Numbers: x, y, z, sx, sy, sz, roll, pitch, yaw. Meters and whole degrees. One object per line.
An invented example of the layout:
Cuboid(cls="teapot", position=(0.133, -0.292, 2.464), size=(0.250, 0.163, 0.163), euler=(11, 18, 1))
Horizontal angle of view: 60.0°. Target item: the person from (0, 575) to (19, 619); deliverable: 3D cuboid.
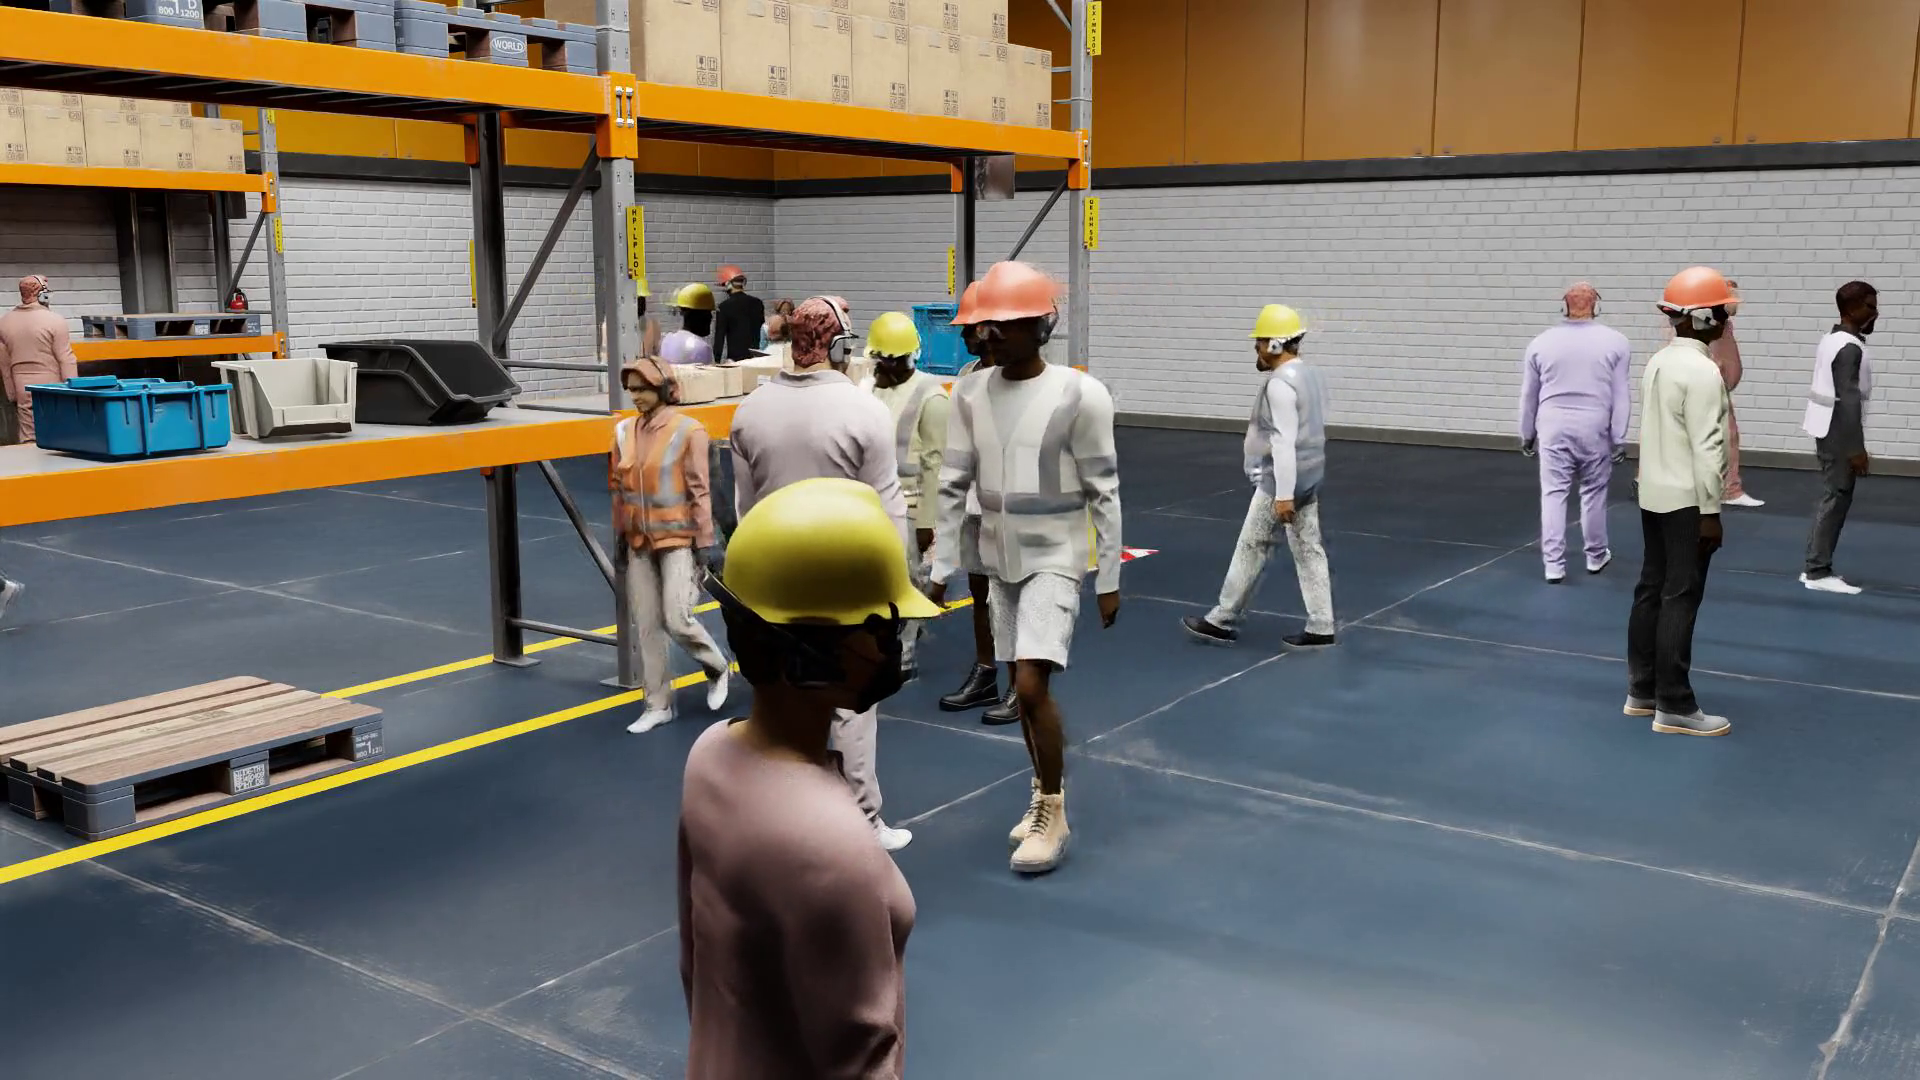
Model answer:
Cuboid(cls="person", position=(-5.269, -0.258, 8.818), size=(0.518, 1.618, 0.422), euler=(4, 10, 23))

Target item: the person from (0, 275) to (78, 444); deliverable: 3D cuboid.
Cuboid(cls="person", position=(-7.426, -1.187, 13.504), size=(0.639, 1.909, 0.406), euler=(2, 10, 9))

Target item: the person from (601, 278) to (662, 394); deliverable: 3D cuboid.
Cuboid(cls="person", position=(-2.771, -1.328, 14.338), size=(0.595, 1.905, 0.599), euler=(6, 11, 33))

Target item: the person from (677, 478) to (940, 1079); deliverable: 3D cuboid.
Cuboid(cls="person", position=(-0.185, 0.800, 2.095), size=(0.326, 1.767, 0.533), euler=(-5, 11, -26))

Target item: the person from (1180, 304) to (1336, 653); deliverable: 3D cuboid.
Cuboid(cls="person", position=(1.587, -0.315, 8.655), size=(0.892, 1.789, 0.611), euler=(5, 11, 27))

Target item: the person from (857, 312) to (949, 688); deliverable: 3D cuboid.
Cuboid(cls="person", position=(-0.314, -0.163, 7.738), size=(0.467, 1.791, 0.659), euler=(-9, 13, -42))

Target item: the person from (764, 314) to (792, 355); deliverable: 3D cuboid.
Cuboid(cls="person", position=(-1.420, -1.032, 13.526), size=(0.874, 1.591, 0.517), euler=(-4, 10, -23))

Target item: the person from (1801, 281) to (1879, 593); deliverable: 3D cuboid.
Cuboid(cls="person", position=(5.376, -0.621, 10.212), size=(0.363, 1.894, 0.701), euler=(4, 10, 20))

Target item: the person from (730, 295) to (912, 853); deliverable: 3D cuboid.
Cuboid(cls="person", position=(-0.448, 0.135, 5.635), size=(0.643, 1.909, 0.409), euler=(5, 11, 27))

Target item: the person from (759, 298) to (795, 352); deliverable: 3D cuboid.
Cuboid(cls="person", position=(-1.888, -1.761, 17.737), size=(0.550, 1.623, 0.370), euler=(-3, 10, -16))

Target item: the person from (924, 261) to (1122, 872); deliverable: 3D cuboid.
Cuboid(cls="person", position=(0.194, 0.092, 5.557), size=(0.622, 2.015, 0.704), euler=(8, 12, 39))

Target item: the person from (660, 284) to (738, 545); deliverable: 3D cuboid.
Cuboid(cls="person", position=(-1.793, -0.762, 11.097), size=(0.997, 1.874, 0.594), euler=(-8, 13, -40))

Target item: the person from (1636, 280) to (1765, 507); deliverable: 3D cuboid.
Cuboid(cls="person", position=(6.149, -1.209, 13.737), size=(0.952, 1.869, 0.654), euler=(5, 11, 28))

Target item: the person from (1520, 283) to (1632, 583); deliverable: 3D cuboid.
Cuboid(cls="person", position=(3.915, -0.683, 10.575), size=(0.675, 1.882, 0.726), euler=(5, 11, 28))

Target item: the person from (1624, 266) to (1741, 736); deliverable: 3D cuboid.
Cuboid(cls="person", position=(3.119, -0.168, 7.169), size=(0.375, 1.997, 0.611), euler=(0, 10, -1))

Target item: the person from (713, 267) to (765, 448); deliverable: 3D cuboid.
Cuboid(cls="person", position=(-2.301, -1.973, 18.071), size=(0.842, 1.956, 0.591), euler=(-7, 12, -37))

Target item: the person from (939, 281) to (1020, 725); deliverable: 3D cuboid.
Cuboid(cls="person", position=(0.131, -0.158, 7.288), size=(0.376, 1.935, 0.550), euler=(-7, 12, -37))

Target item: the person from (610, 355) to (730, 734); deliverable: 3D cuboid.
Cuboid(cls="person", position=(-1.250, 0.016, 7.173), size=(0.504, 1.627, 0.419), euler=(6, 11, 31))
